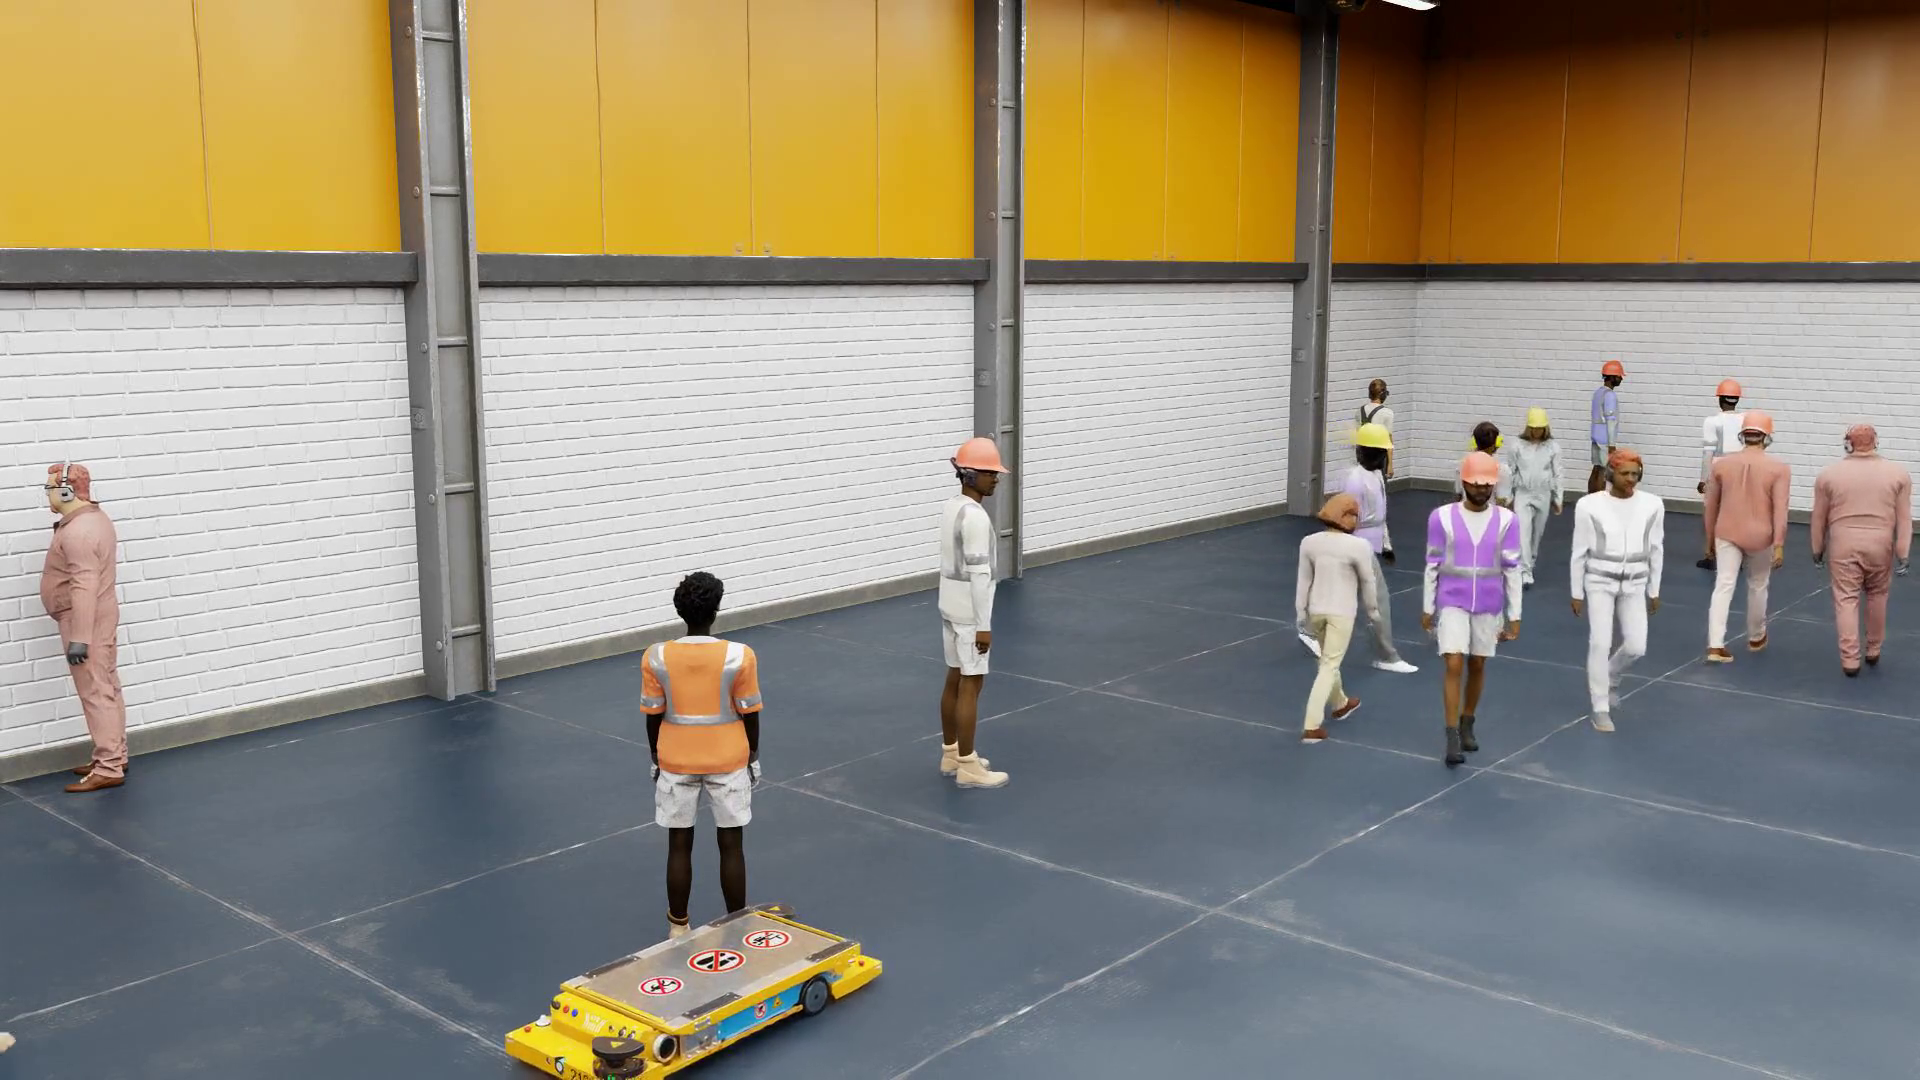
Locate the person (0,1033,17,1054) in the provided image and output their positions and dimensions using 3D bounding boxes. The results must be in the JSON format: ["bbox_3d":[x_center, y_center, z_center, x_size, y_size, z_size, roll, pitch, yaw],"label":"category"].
[{"bbox_3d":[-4.096,1.107,6.237,1.027,1.778,0.637,1,9,6],"label":"person"}]

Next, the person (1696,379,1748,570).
[{"bbox_3d":[7.726,-0.660,16.825,0.551,1.934,0.373,-1,9,-6],"label":"person"}]

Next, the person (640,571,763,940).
[{"bbox_3d":[-1.124,0.977,7.301,0.535,1.697,0.318,0,9,1],"label":"person"}]

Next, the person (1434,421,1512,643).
[{"bbox_3d":[4.112,-0.032,13.263,0.907,1.831,0.539,-8,12,-42],"label":"person"}]

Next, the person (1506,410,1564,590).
[{"bbox_3d":[5.466,-0.382,15.811,0.508,1.688,0.890,1,9,9],"label":"person"}]

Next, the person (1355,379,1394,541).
[{"bbox_3d":[4.585,-0.862,18.427,0.341,1.839,0.501,-6,11,-34],"label":"person"}]

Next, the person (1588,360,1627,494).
[{"bbox_3d":[7.960,-1.237,20.453,0.373,1.934,0.551,0,9,1],"label":"person"}]

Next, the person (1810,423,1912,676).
[{"bbox_3d":[6.788,0.053,12.562,0.660,1.864,0.915,5,10,27],"label":"person"}]

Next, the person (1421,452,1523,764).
[{"bbox_3d":[3.141,0.420,10.157,0.571,1.899,0.890,1,9,7],"label":"person"}]

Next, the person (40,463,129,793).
[{"bbox_3d":[-5.090,0.499,9.645,0.401,1.907,0.646,-3,10,-18],"label":"person"}]

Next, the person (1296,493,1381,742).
[{"bbox_3d":[2.450,0.483,10.792,0.864,1.577,0.486,-8,12,-42],"label":"person"}]

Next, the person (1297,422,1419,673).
[{"bbox_3d":[3.020,0.037,12.609,0.931,1.892,0.607,4,10,25],"label":"person"}]

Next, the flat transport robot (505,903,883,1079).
[{"bbox_3d":[-1.022,1.795,6.627,0.652,0.197,1.431,7,11,38],"label":"flat transport robot"}]

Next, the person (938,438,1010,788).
[{"bbox_3d":[0.076,0.419,9.729,0.395,2.040,0.609,-3,9,-16],"label":"person"}]

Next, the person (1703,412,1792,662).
[{"bbox_3d":[6.074,-0.023,12.891,0.642,1.929,1.042,7,12,39],"label":"person"}]

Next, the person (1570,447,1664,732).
[{"bbox_3d":[4.300,0.309,10.948,0.590,1.867,0.500,1,9,5],"label":"person"}]
